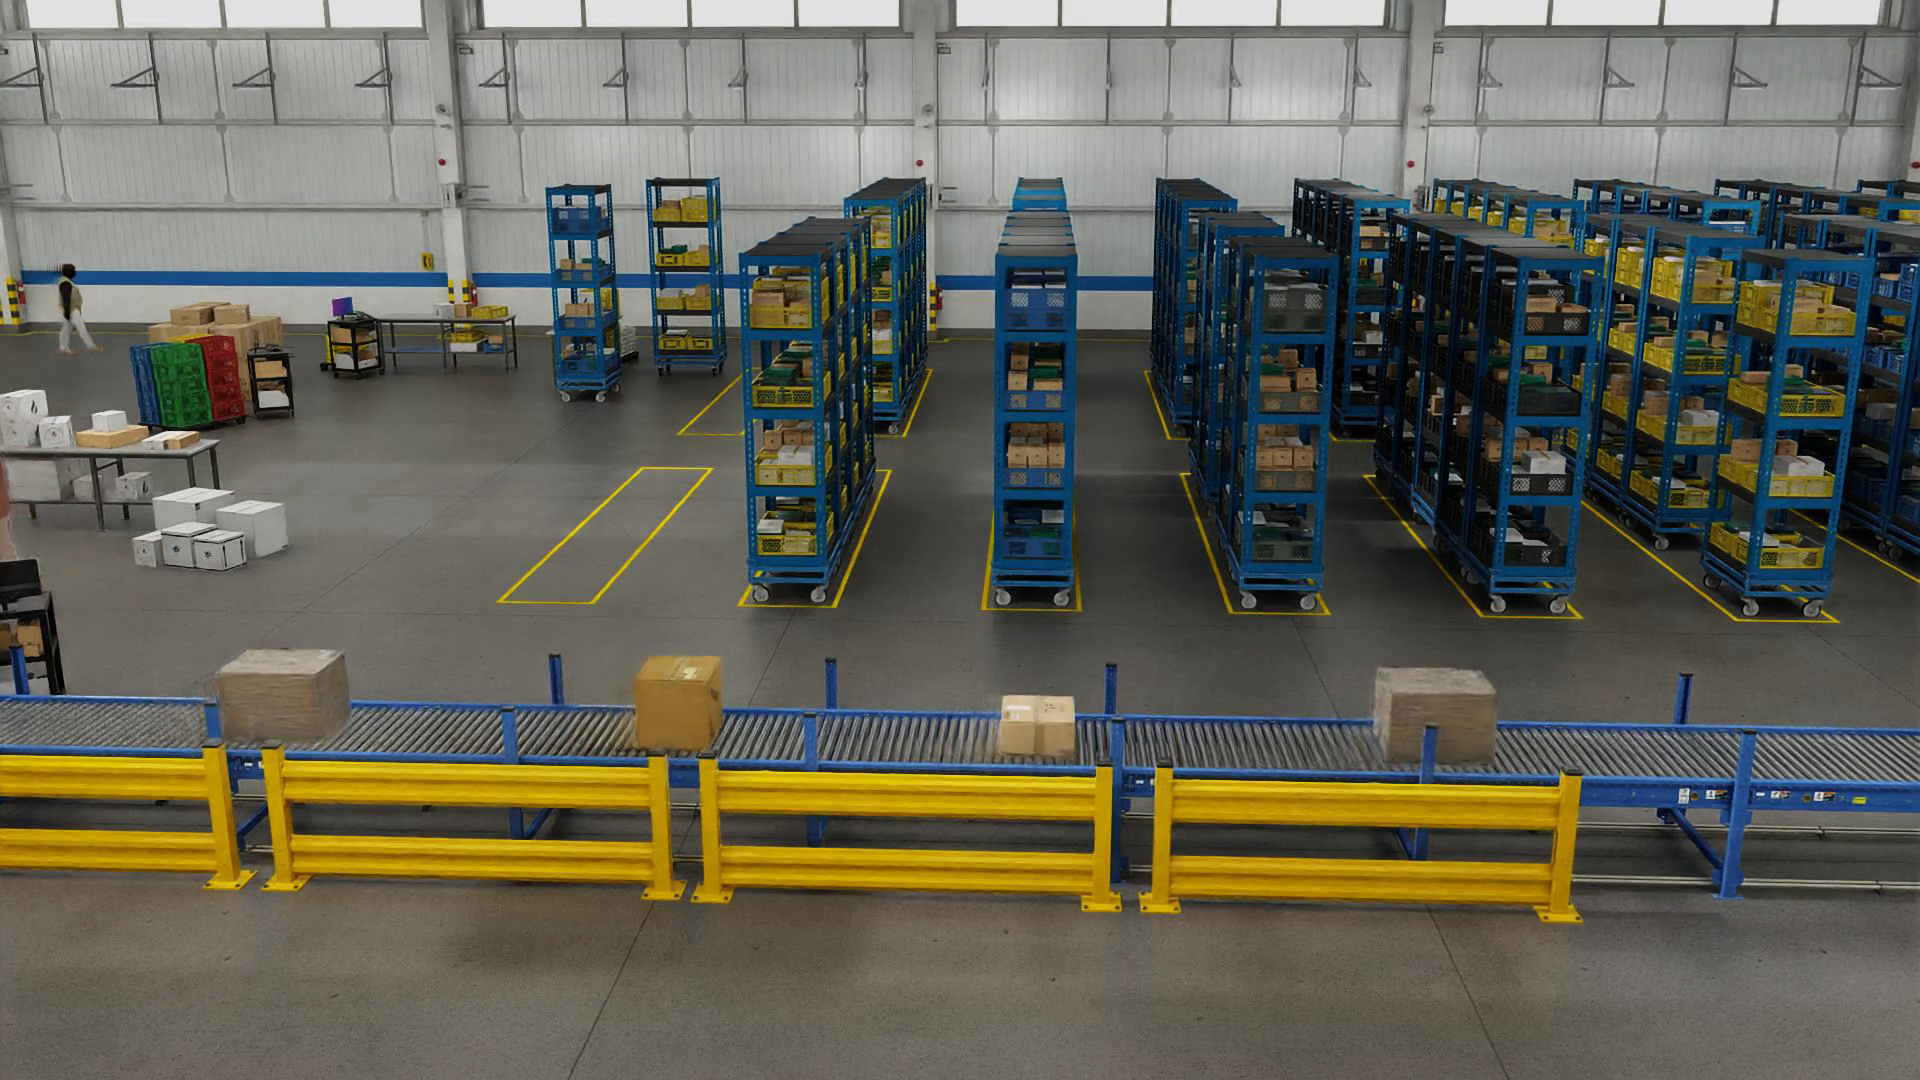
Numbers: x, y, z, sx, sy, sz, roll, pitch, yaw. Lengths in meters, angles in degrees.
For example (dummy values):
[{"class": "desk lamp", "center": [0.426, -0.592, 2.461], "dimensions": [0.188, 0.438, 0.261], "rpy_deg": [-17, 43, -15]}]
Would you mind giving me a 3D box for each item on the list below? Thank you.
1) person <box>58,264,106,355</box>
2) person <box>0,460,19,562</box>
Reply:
[{"class": "person", "center": [-17.588, -4.590, 33.145], "dimensions": [0.932, 1.803, 0.646], "rpy_deg": [-7, 17, -24]}, {"class": "person", "center": [-9.951, -0.304, 16.939], "dimensions": [0.626, 1.973, 0.631], "rpy_deg": [-2, 15, -8]}]
